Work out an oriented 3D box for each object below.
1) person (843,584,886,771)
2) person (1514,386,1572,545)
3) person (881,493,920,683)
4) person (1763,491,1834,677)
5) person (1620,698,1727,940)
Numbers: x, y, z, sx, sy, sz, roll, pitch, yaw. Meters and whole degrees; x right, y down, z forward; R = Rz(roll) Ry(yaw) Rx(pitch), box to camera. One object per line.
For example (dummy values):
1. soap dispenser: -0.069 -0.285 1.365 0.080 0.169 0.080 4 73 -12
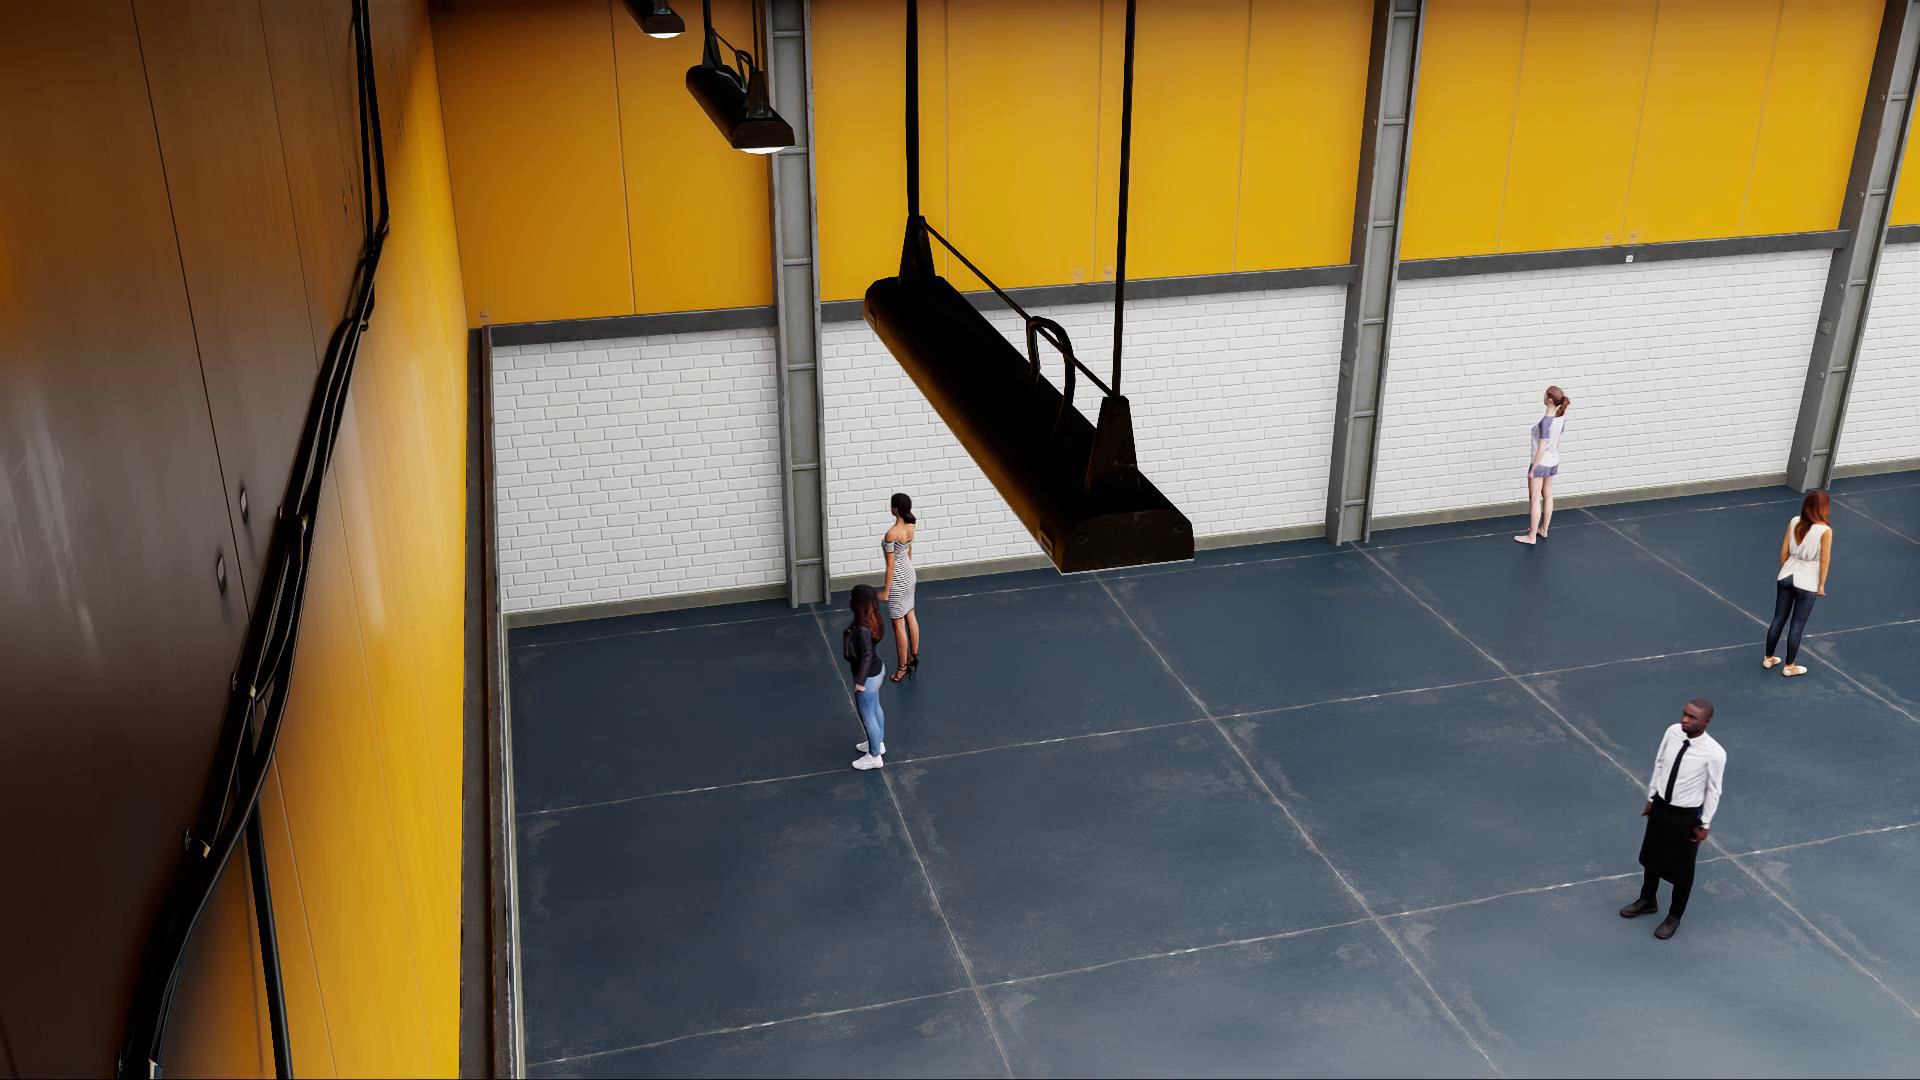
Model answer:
1. person: -0.770 1.108 13.708 0.686 1.633 0.717 2 24 6
2. person: 6.306 -0.821 17.953 0.636 1.768 0.730 -19 30 -37
3. person: -0.527 0.416 15.056 0.735 1.822 0.682 12 26 25
4. person: 7.648 0.383 15.178 0.617 1.785 0.655 -13 27 -28
5. person: 5.034 1.908 11.626 0.627 1.836 0.692 -13 27 -27
